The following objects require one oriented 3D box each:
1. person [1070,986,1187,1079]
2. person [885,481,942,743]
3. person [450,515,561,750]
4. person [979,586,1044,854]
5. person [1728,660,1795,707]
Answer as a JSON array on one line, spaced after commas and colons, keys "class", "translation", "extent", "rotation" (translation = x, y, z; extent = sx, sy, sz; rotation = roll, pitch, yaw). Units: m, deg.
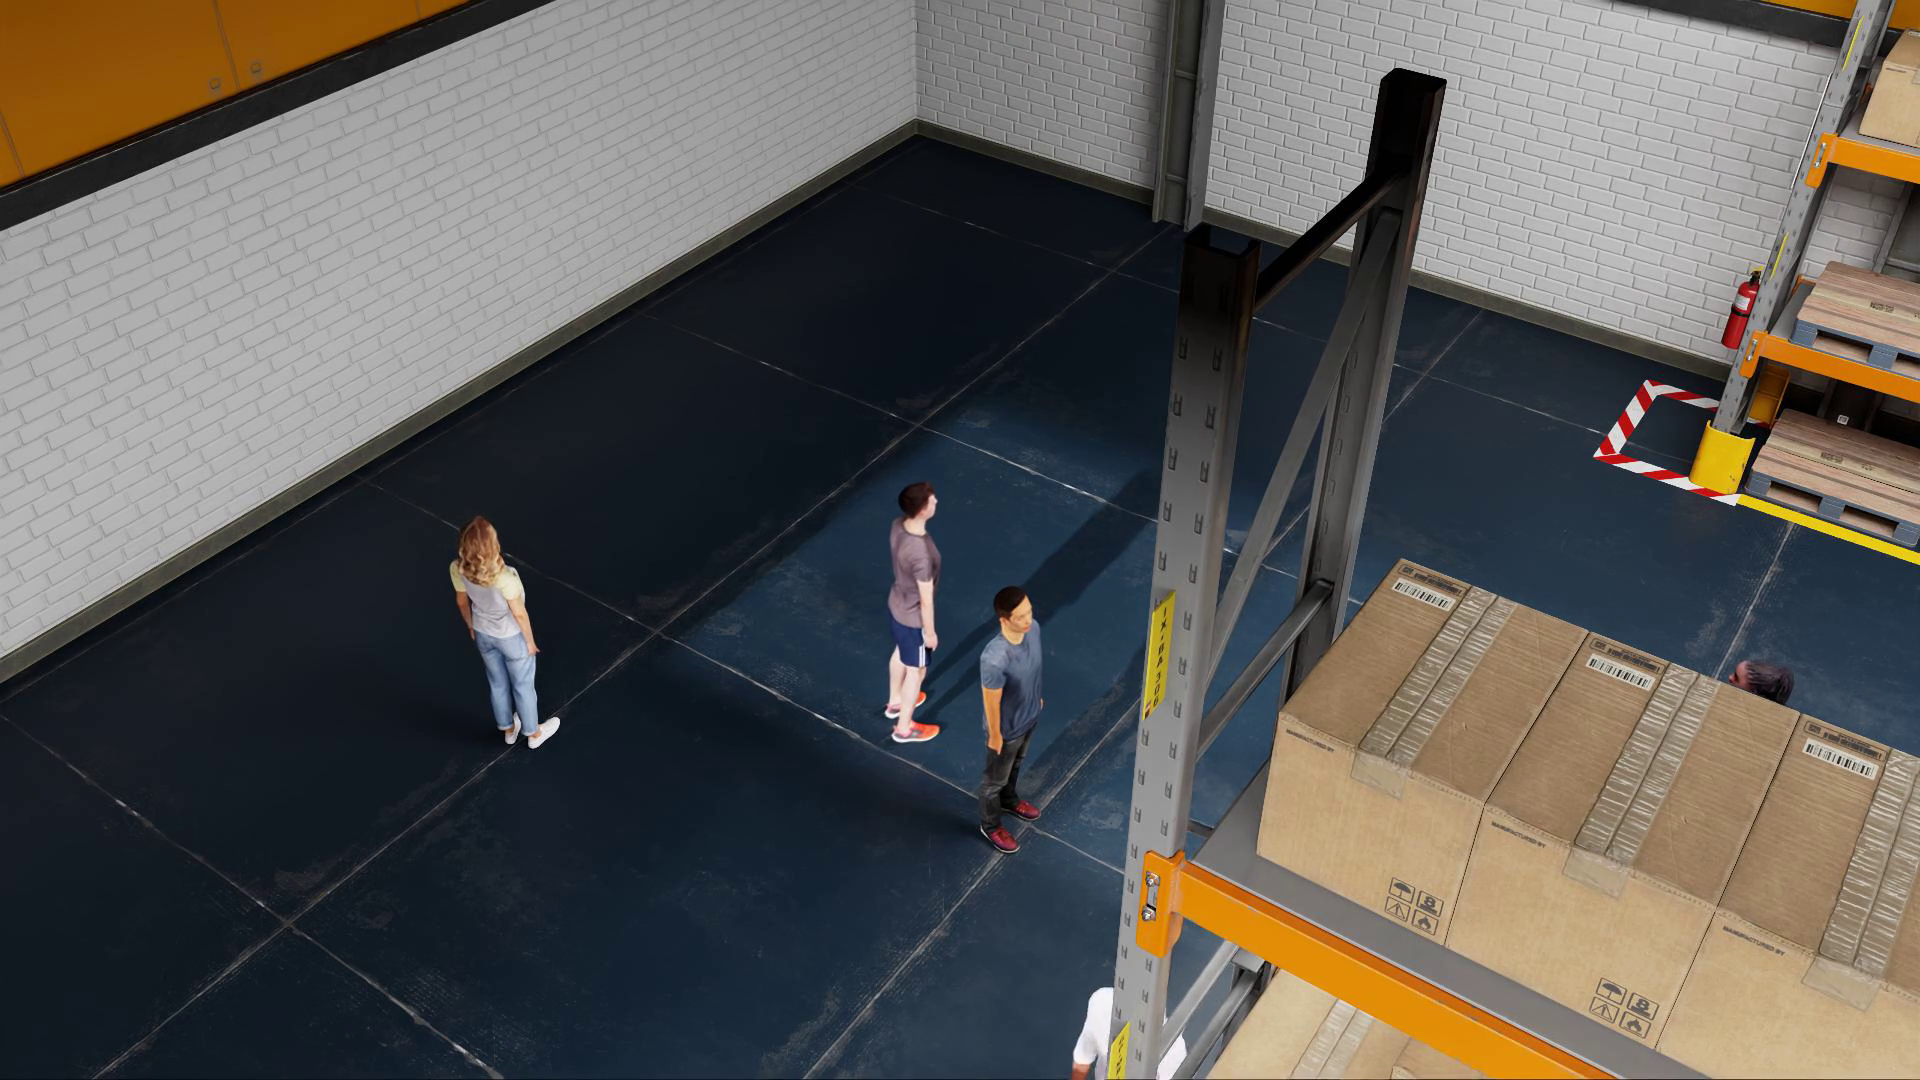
[{"class": "person", "translation": [0.824, 2.457, 7.551], "extent": [0.888, 1.756, 1.174], "rotation": [-29, 47, -31]}, {"class": "person", "translation": [-0.302, 0.436, 10.010], "extent": [0.815, 1.845, 0.726], "rotation": [-11, 40, -14]}, {"class": "person", "translation": [-2.743, 0.567, 9.942], "extent": [0.593, 1.725, 0.747], "rotation": [11, 40, 14]}, {"class": "person", "translation": [0.276, 0.976, 9.362], "extent": [0.549, 1.810, 0.663], "rotation": [21, 43, 24]}, {"class": "person", "translation": [4.168, 1.333, 8.990], "extent": [0.873, 1.717, 0.667], "rotation": [18, 42, 21]}]
